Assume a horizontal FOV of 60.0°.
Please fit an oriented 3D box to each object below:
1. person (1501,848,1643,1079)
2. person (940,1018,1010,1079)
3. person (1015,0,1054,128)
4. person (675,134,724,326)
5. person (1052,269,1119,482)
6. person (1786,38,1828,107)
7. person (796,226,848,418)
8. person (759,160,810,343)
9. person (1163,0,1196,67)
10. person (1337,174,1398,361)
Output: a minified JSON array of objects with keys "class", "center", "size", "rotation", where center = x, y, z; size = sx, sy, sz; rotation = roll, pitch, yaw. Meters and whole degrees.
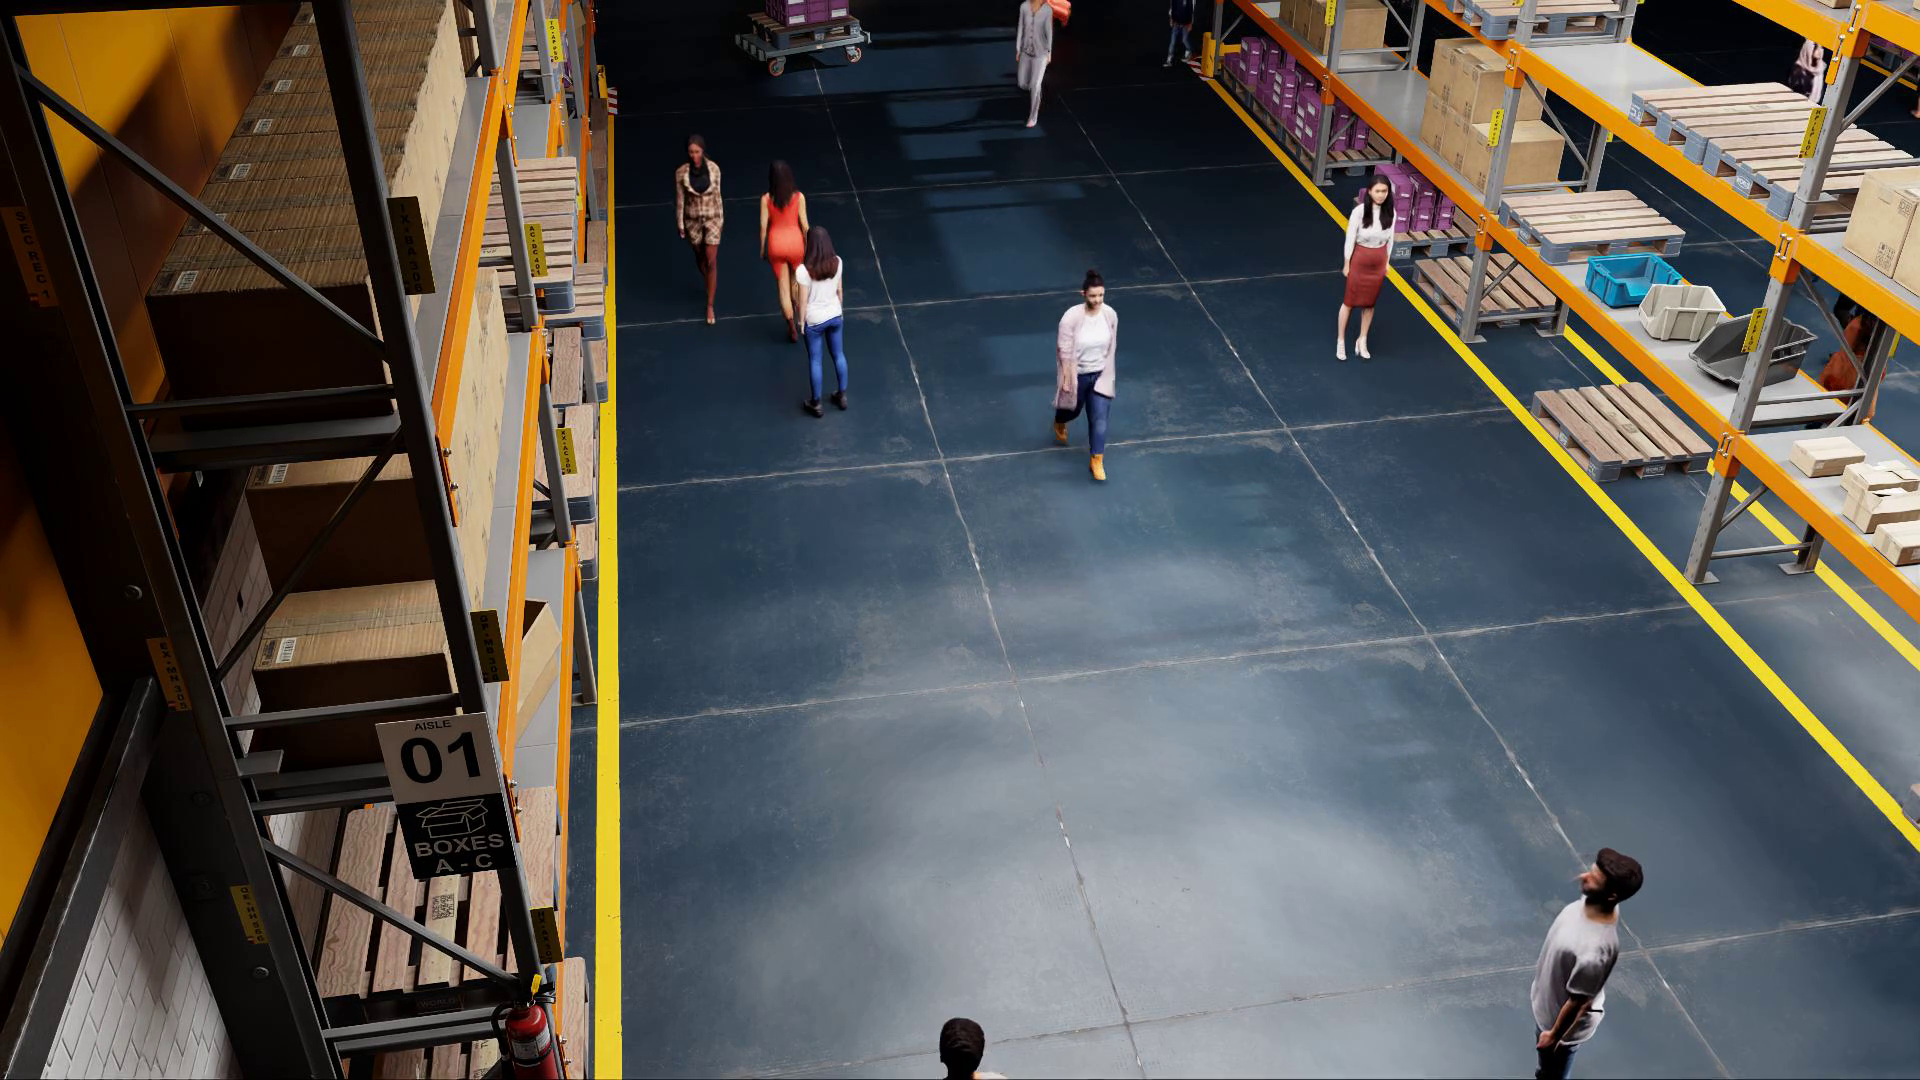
[{"class":"person","center":[2.876,2.173,7.869],"size":[0.812,1.894,0.676],"rotation":[10,35,14]},{"class":"person","center":[0.024,2.748,7.184],"size":[0.619,1.695,1.037],"rotation":[-7,34,-10]},{"class":"person","center":[0.922,-5.955,20.220],"size":[0.841,1.758,0.967],"rotation":[11,35,17]},{"class":"person","center":[-2.451,-2.995,15.774],"size":[0.617,1.750,1.078],"rotation":[-4,34,-6]},{"class":"person","center":[0.974,-1.375,13.363],"size":[0.710,1.720,1.064],"rotation":[-8,34,-11]},{"class":"person","center":[9.371,-4.864,18.737],"size":[0.889,1.583,1.165],"rotation":[-19,38,-26]},{"class":"person","center":[-1.159,-1.850,14.113],"size":[0.672,1.682,0.671],"rotation":[-21,39,-28]},{"class":"person","center":[-1.586,-2.613,15.251],"size":[0.651,1.693,0.960],"rotation":[-7,34,-11]},{"class":"person","center":[3.000,-6.956,22.237],"size":[0.851,1.194,0.900],"rotation":[24,41,32]},{"class":"person","center":[3.655,-2.447,14.949],"size":[0.604,1.750,0.524],"rotation":[-3,34,-5]}]
